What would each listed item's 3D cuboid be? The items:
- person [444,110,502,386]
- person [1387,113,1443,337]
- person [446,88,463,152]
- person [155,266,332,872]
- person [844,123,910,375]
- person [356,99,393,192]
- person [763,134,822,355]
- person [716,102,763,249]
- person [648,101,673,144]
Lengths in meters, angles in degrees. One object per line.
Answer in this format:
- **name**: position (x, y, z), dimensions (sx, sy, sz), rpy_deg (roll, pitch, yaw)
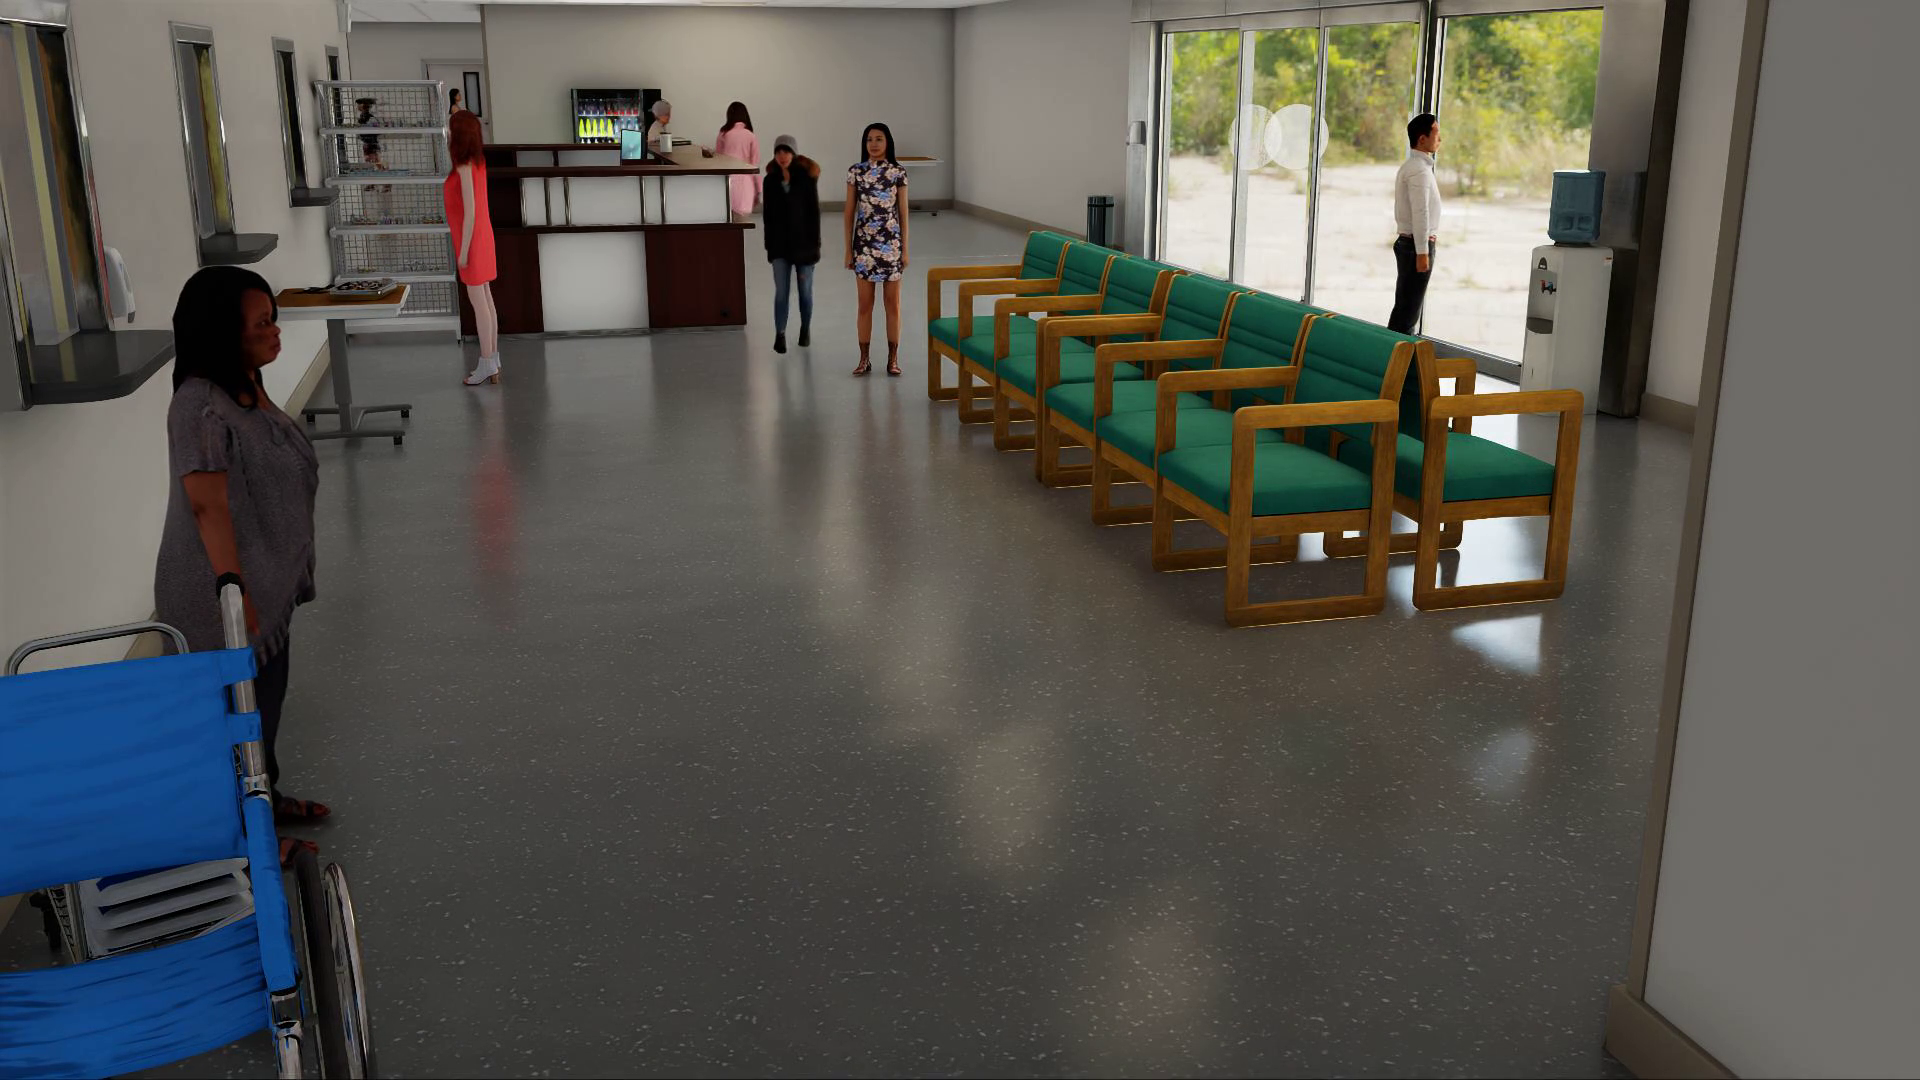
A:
- **person**: position (-3.301, -1.987, 11.319), dimensions (0.556, 1.828, 0.620), rpy_deg (-1, 16, -5)
- **person**: position (3.019, -1.917, 11.098), dimensions (0.693, 1.811, 0.735), rpy_deg (2, 16, 6)
- **person**: position (-9.202, -7.363, 30.487), dimensions (0.690, 1.773, 0.684), rpy_deg (-6, 17, -20)
- **person**: position (-1.926, 0.080, 4.406), dimensions (0.634, 1.600, 0.625), rpy_deg (-5, 16, -17)
- **person**: position (-0.570, -2.029, 11.641), dimensions (0.533, 1.733, 0.708), rpy_deg (0, 16, -1)
- **person**: position (-10.326, -6.928, 29.241), dimensions (0.757, 1.612, 0.603), rpy_deg (-4, 16, -12)
- **person**: position (-1.234, -2.215, 12.560), dimensions (1.033, 1.593, 0.860), rpy_deg (0, 16, 1)
- **person**: position (-2.237, -3.400, 16.483), dimensions (1.126, 1.744, 0.947), rpy_deg (1, 16, 5)
- **person**: position (-3.652, -4.314, 19.777), dimensions (0.852, 1.716, 0.675), rpy_deg (-5, 17, -18)
